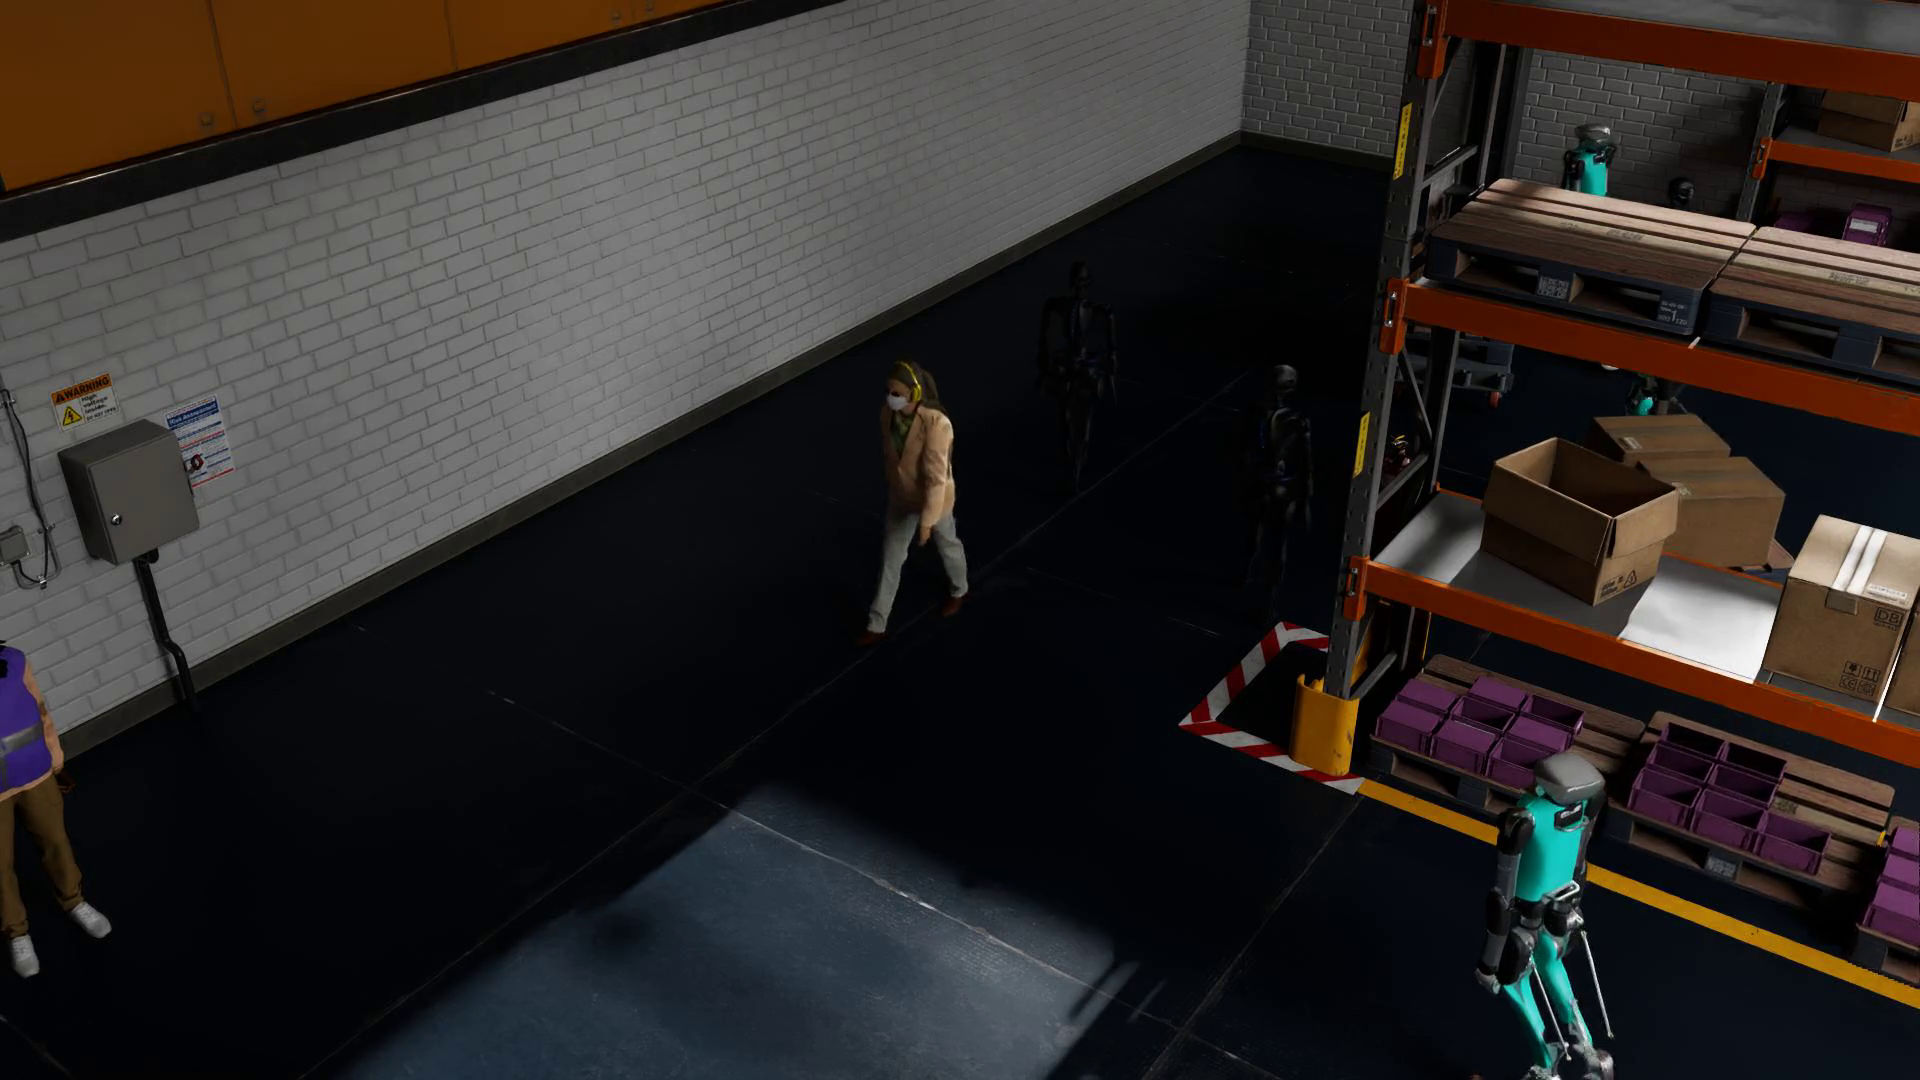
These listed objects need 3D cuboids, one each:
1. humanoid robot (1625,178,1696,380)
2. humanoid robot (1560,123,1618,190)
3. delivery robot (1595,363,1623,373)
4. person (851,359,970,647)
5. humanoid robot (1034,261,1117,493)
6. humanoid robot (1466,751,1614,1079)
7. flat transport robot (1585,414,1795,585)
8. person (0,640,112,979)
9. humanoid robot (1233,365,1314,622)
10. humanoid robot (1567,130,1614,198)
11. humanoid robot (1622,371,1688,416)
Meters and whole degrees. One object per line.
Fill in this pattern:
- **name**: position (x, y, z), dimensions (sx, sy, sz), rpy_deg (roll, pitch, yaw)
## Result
- **humanoid robot**: position (5.528, -2.074, 13.230), dimensions (0.336, 1.648, 0.609), rpy_deg (-10, 31, -17)
- **humanoid robot**: position (5.155, -2.767, 14.355), dimensions (0.538, 1.759, 0.703), rpy_deg (-16, 34, -25)
- **delivery robot**: position (5.561, -1.677, 13.681), dimensions (0.791, 0.614, 0.499), rpy_deg (5, 30, 8)
- **person**: position (-0.269, -0.235, 9.905), dimensions (0.549, 1.822, 0.994), rpy_deg (20, 36, 31)
- **humanoid robot**: position (0.796, -1.148, 11.667), dimensions (0.609, 1.638, 0.756), rpy_deg (8, 31, 14)
- **humanoid robot**: position (2.457, 1.766, 6.559), dimensions (0.562, 1.830, 0.877), rpy_deg (-18, 34, -28)
- **flat transport robot**: position (4.572, 0.161, 10.761), dimensions (1.431, 0.231, 0.659), rpy_deg (-2, 30, -4)
- **person**: position (-4.310, 1.085, 7.502), dimensions (0.435, 1.922, 0.535), rpy_deg (24, 38, 36)
- **humanoid robot**: position (1.912, -0.319, 10.205), dimensions (0.499, 1.626, 0.595), rpy_deg (-24, 38, -35)
- **humanoid robot**: position (5.410, -2.451, 13.866), dimensions (0.551, 1.806, 0.834), rpy_deg (-24, 37, -35)
- **humanoid robot**: position (4.733, -0.834, 11.098), dimensions (0.660, 1.875, 0.546), rpy_deg (-1, 30, -2)
